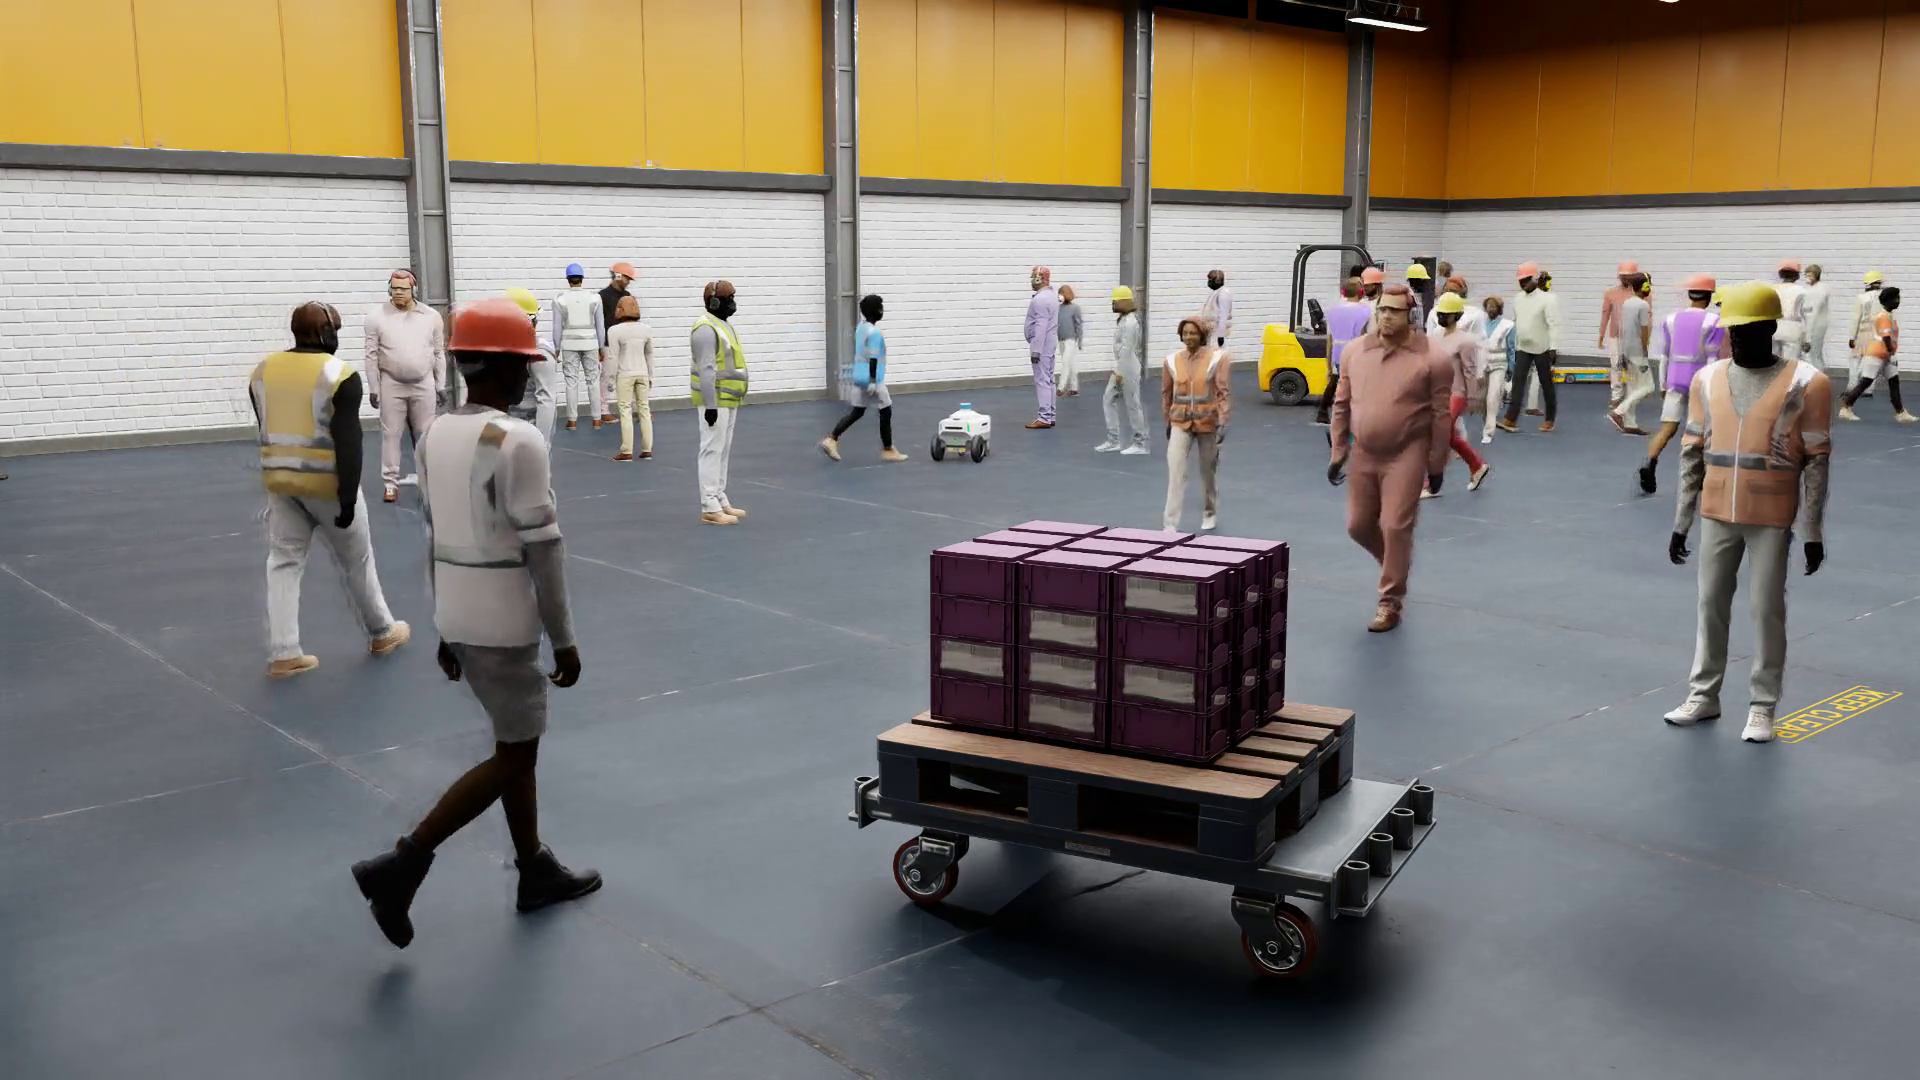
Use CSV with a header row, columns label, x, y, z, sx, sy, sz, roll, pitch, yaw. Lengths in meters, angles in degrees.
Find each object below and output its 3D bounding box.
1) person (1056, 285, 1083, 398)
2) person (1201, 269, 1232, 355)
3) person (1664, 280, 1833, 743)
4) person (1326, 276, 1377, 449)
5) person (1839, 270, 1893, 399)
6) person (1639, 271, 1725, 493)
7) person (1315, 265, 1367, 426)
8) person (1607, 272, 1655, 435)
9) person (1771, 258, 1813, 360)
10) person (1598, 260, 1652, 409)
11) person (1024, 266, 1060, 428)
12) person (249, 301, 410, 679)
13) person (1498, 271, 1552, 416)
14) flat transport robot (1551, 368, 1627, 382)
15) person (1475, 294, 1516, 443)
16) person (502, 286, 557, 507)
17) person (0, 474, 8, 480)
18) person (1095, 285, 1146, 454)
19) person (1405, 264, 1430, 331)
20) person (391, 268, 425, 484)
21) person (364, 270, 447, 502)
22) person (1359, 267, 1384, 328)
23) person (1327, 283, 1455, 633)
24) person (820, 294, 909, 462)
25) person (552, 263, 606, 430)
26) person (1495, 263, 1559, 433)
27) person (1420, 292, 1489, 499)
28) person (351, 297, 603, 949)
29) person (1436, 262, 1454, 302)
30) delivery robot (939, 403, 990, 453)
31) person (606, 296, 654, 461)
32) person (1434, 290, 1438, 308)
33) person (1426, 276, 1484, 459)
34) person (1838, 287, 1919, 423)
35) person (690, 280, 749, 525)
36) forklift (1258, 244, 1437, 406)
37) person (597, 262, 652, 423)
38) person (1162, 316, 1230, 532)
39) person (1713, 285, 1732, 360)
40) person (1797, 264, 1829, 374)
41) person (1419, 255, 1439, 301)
label,x,y,z,sx,sy,sz,roll,pitch,yaw
person,1.467,-2.832,23.820,0.812,1.598,0.507,-9,13,-42
person,3.666,-2.945,23.794,0.429,1.833,0.639,-1,10,-5
person,3.310,-0.115,6.983,0.383,1.917,0.643,-8,13,-40
person,4.031,-1.819,17.228,0.830,1.820,0.575,-9,13,-43
person,12.857,-2.890,23.522,0.608,1.820,0.404,-1,10,-4
person,6.174,-1.336,14.180,0.898,1.909,0.554,-7,12,-37
person,4.699,-2.287,19.699,1.005,1.908,0.625,0,10,1
person,7.587,-2.076,18.661,0.438,1.845,0.567,-1,10,-4
person,10.551,-2.612,21.335,0.661,2.010,0.757,8,12,38
person,8.767,-2.706,21.973,0.650,1.968,0.453,8,12,39
person,0.948,-2.266,19.598,0.403,1.906,0.651,3,10,17
person,-3.134,-0.264,8.212,0.627,1.800,0.894,2,10,13
person,7.139,-2.460,20.936,0.662,1.836,0.557,-5,11,-27
flat transport robot,10.001,-2.650,26.630,1.431,0.197,0.652,1,10,3
person,5.828,-1.889,18.251,0.516,1.615,0.749,6,11,32
person,-2.747,-0.672,10.481,0.403,1.833,0.586,-7,12,-35
person,-9.130,-1.449,14.983,0.906,1.860,0.651,0,10,3
person,1.622,-1.723,16.938,0.646,1.719,0.502,-1,10,-4
person,5.510,-2.399,20.313,0.386,1.927,0.589,3,10,16
person,-4.855,-1.454,14.813,0.383,1.918,0.595,1,10,4
person,-4.565,-1.266,13.753,0.644,1.904,0.399,-5,11,-25
person,4.678,-2.119,18.760,0.837,1.913,0.549,-6,12,-33
person,2.380,-0.469,9.146,0.647,1.884,0.678,8,12,38
person,-0.953,-1.576,16.286,0.828,1.666,0.538,-4,10,-22
person,-4.432,-2.241,19.359,0.602,1.938,0.402,-3,10,-19
person,6.550,-2.193,19.062,1.013,1.925,0.750,-6,11,-32
person,4.181,-1.226,14.021,0.844,1.730,0.516,-4,10,-21
person,-1.447,0.249,4.896,0.554,1.910,0.795,9,13,43
person,8.270,-3.822,28.712,0.400,1.921,0.663,-5,11,-26
delivery robot,0.050,-1.118,16.555,0.477,0.478,0.707,3,10,18
person,-3.257,-1.589,16.454,0.523,1.629,0.275,-8,13,-40
person,7.004,-3.042,24.975,0.352,1.618,0.521,7,12,37
person,4.844,-1.672,16.366,0.587,1.836,1.011,9,13,43
person,11.191,-2.243,20.188,0.869,1.654,0.529,7,12,37
person,-1.820,-1.044,12.637,0.430,1.844,0.624,1,10,6
forklift,5.256,-2.933,22.661,2.313,2.155,1.214,3,10,16
person,-4.158,-2.393,20.205,0.527,1.958,0.656,6,12,33
person,1.704,-0.819,12.054,0.517,1.594,0.877,3,10,19
person,8.151,-1.826,17.563,0.624,1.723,0.450,4,11,24
person,12.336,-3.063,24.285,0.730,1.905,0.622,2,10,10
person,7.161,-3.401,25.874,0.398,2.041,0.630,10,14,44
